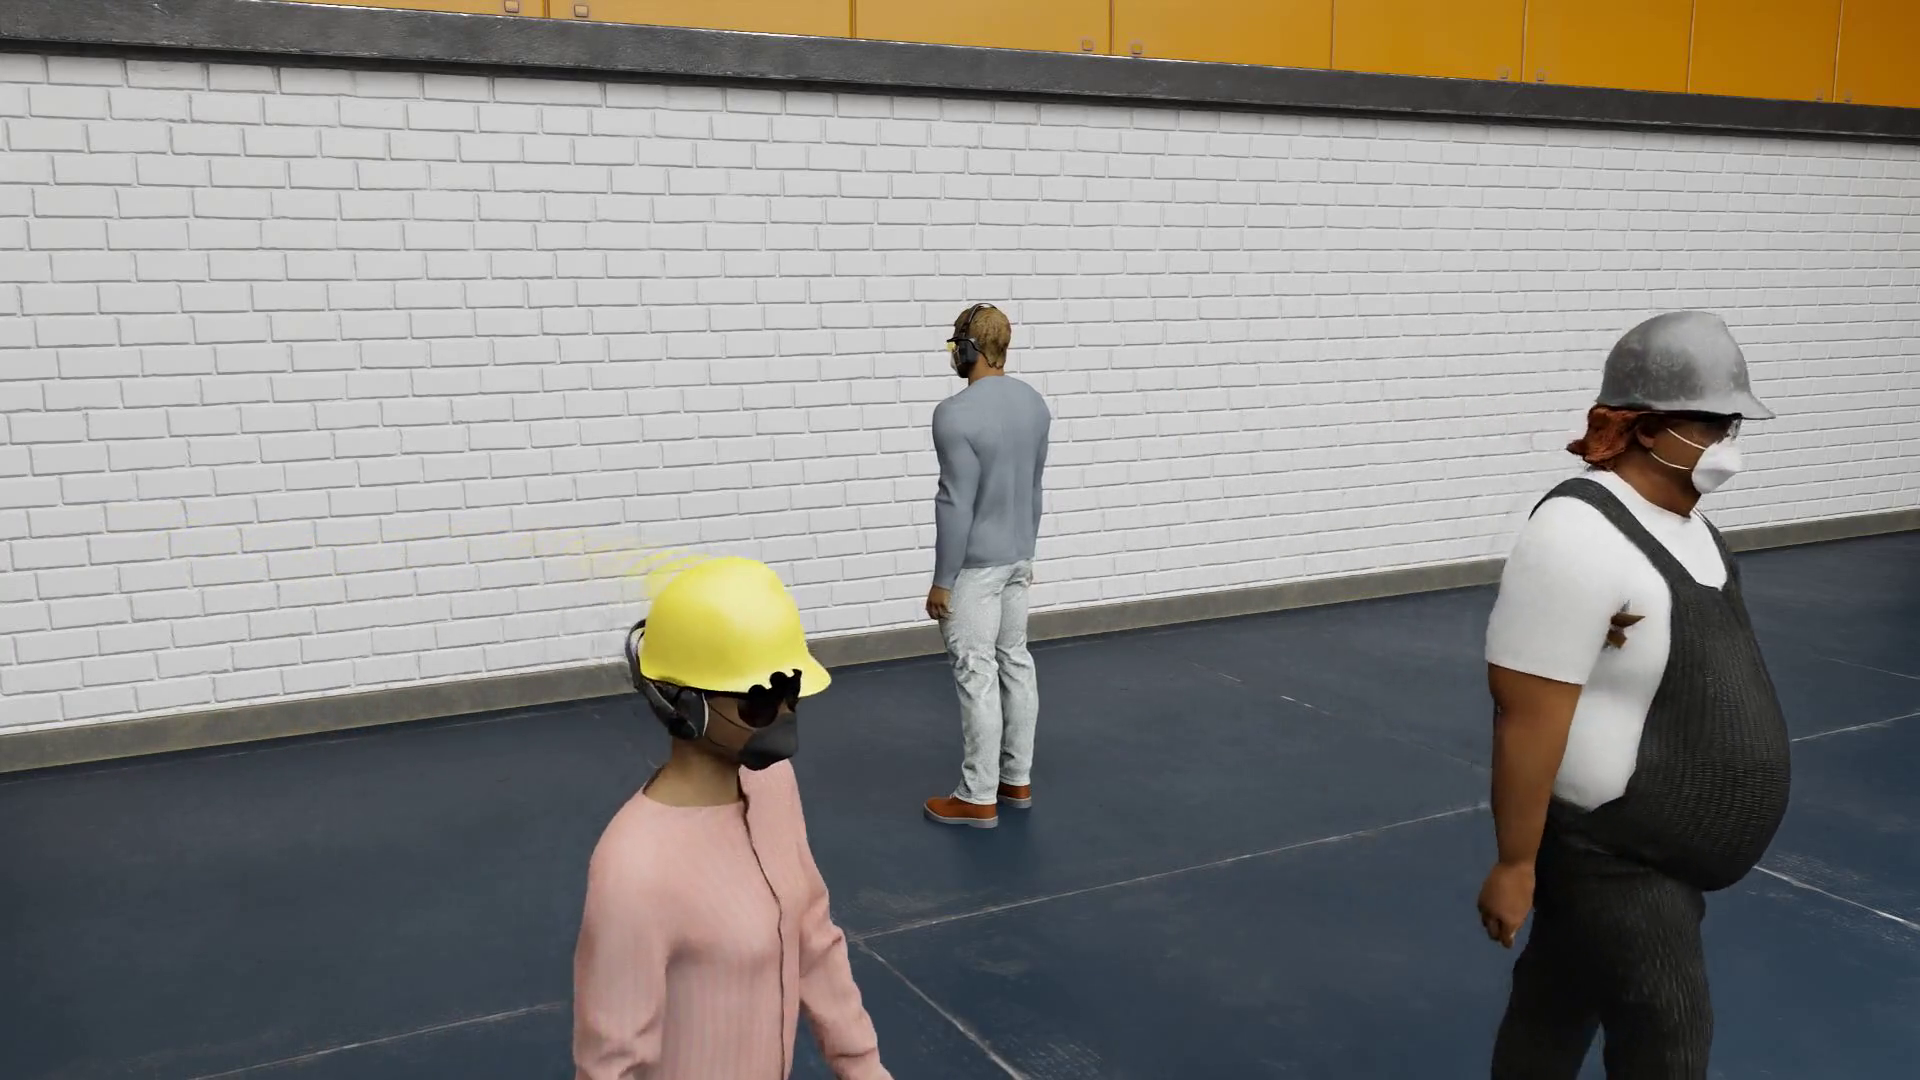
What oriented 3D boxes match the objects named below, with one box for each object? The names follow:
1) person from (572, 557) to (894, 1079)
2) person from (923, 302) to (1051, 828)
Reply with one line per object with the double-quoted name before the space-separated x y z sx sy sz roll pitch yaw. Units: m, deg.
"person" -0.311 0.867 2.390 0.894 1.717 0.528 2 10 12
"person" 0.090 0.095 6.188 0.362 1.939 0.636 7 12 34
